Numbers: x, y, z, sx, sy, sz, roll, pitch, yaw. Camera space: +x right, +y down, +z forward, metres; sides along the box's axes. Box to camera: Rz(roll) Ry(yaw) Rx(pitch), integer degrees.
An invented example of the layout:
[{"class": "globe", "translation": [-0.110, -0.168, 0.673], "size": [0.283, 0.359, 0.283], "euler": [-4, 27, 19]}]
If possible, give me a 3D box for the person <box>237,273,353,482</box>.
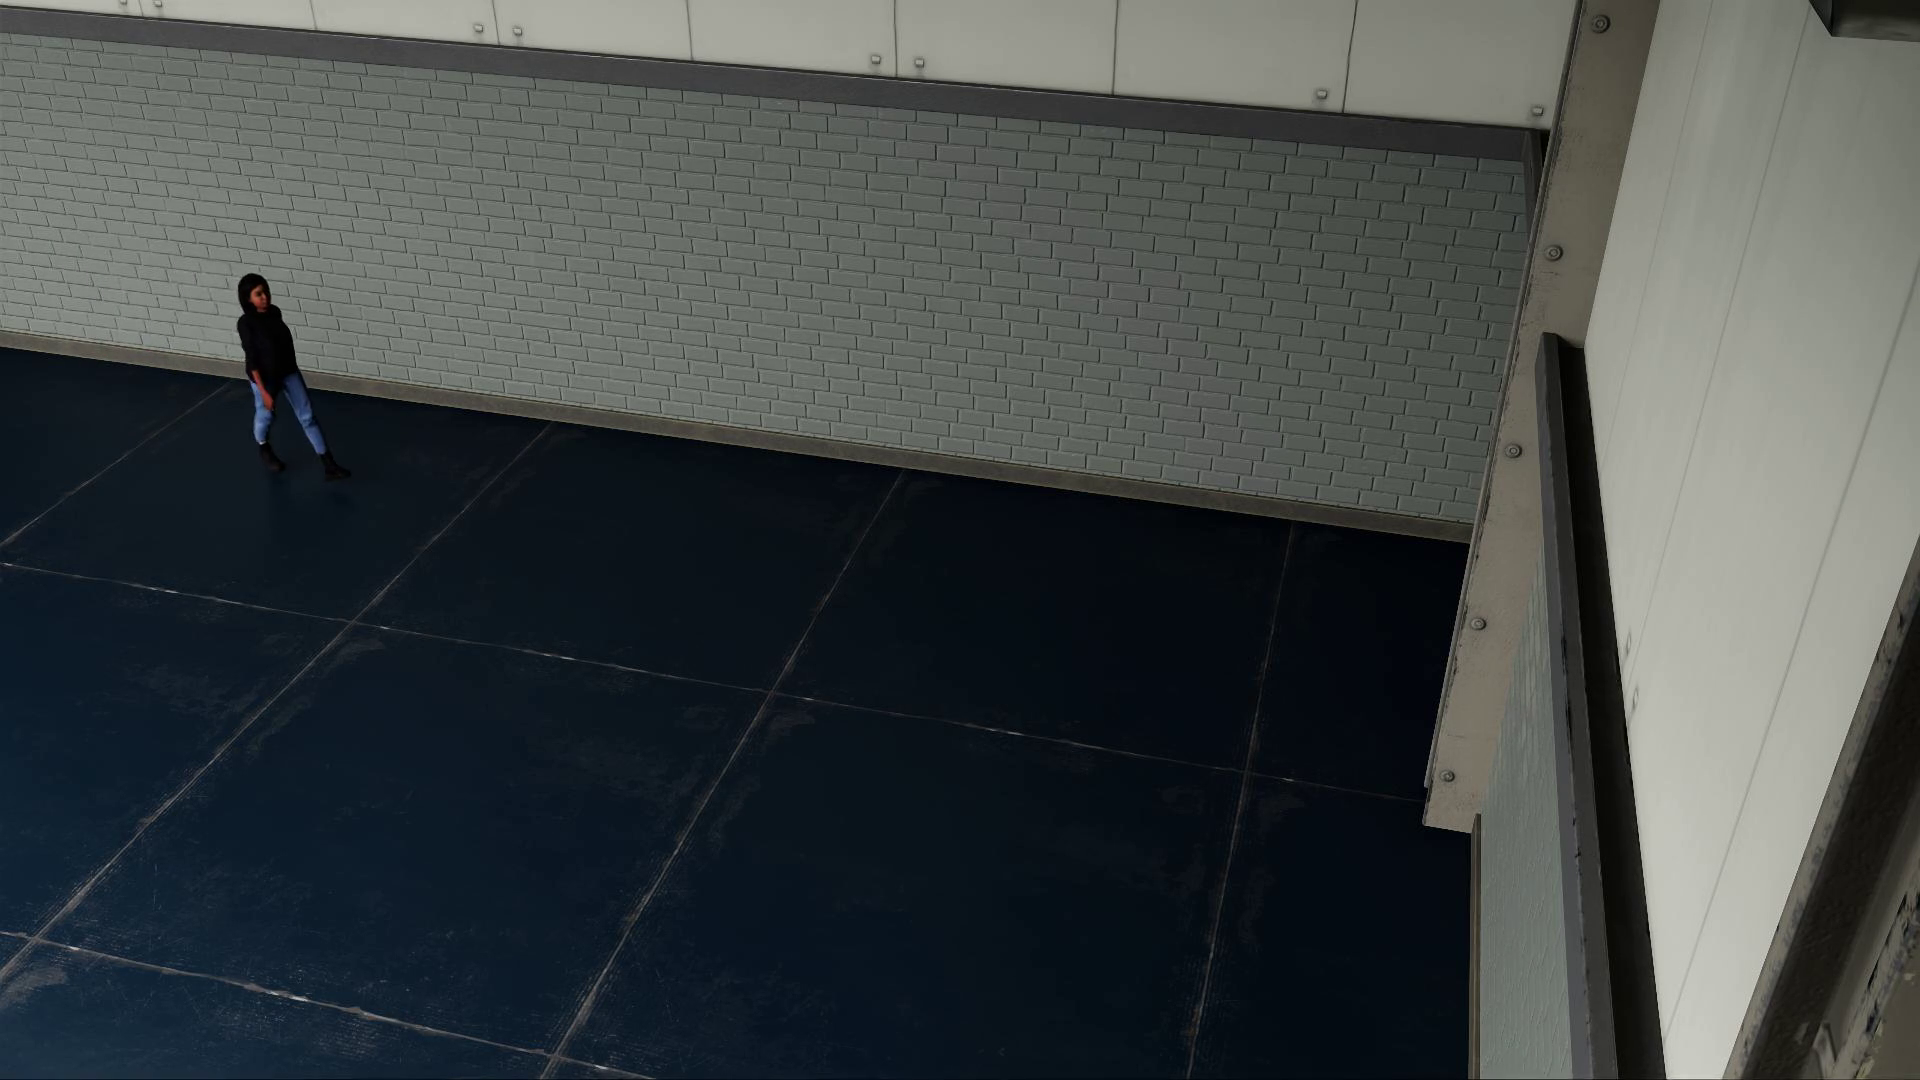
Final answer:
[{"class": "person", "translation": [-5.172, -1.194, 12.403], "size": [0.882, 1.659, 1.161], "euler": [19, 37, 28]}]
